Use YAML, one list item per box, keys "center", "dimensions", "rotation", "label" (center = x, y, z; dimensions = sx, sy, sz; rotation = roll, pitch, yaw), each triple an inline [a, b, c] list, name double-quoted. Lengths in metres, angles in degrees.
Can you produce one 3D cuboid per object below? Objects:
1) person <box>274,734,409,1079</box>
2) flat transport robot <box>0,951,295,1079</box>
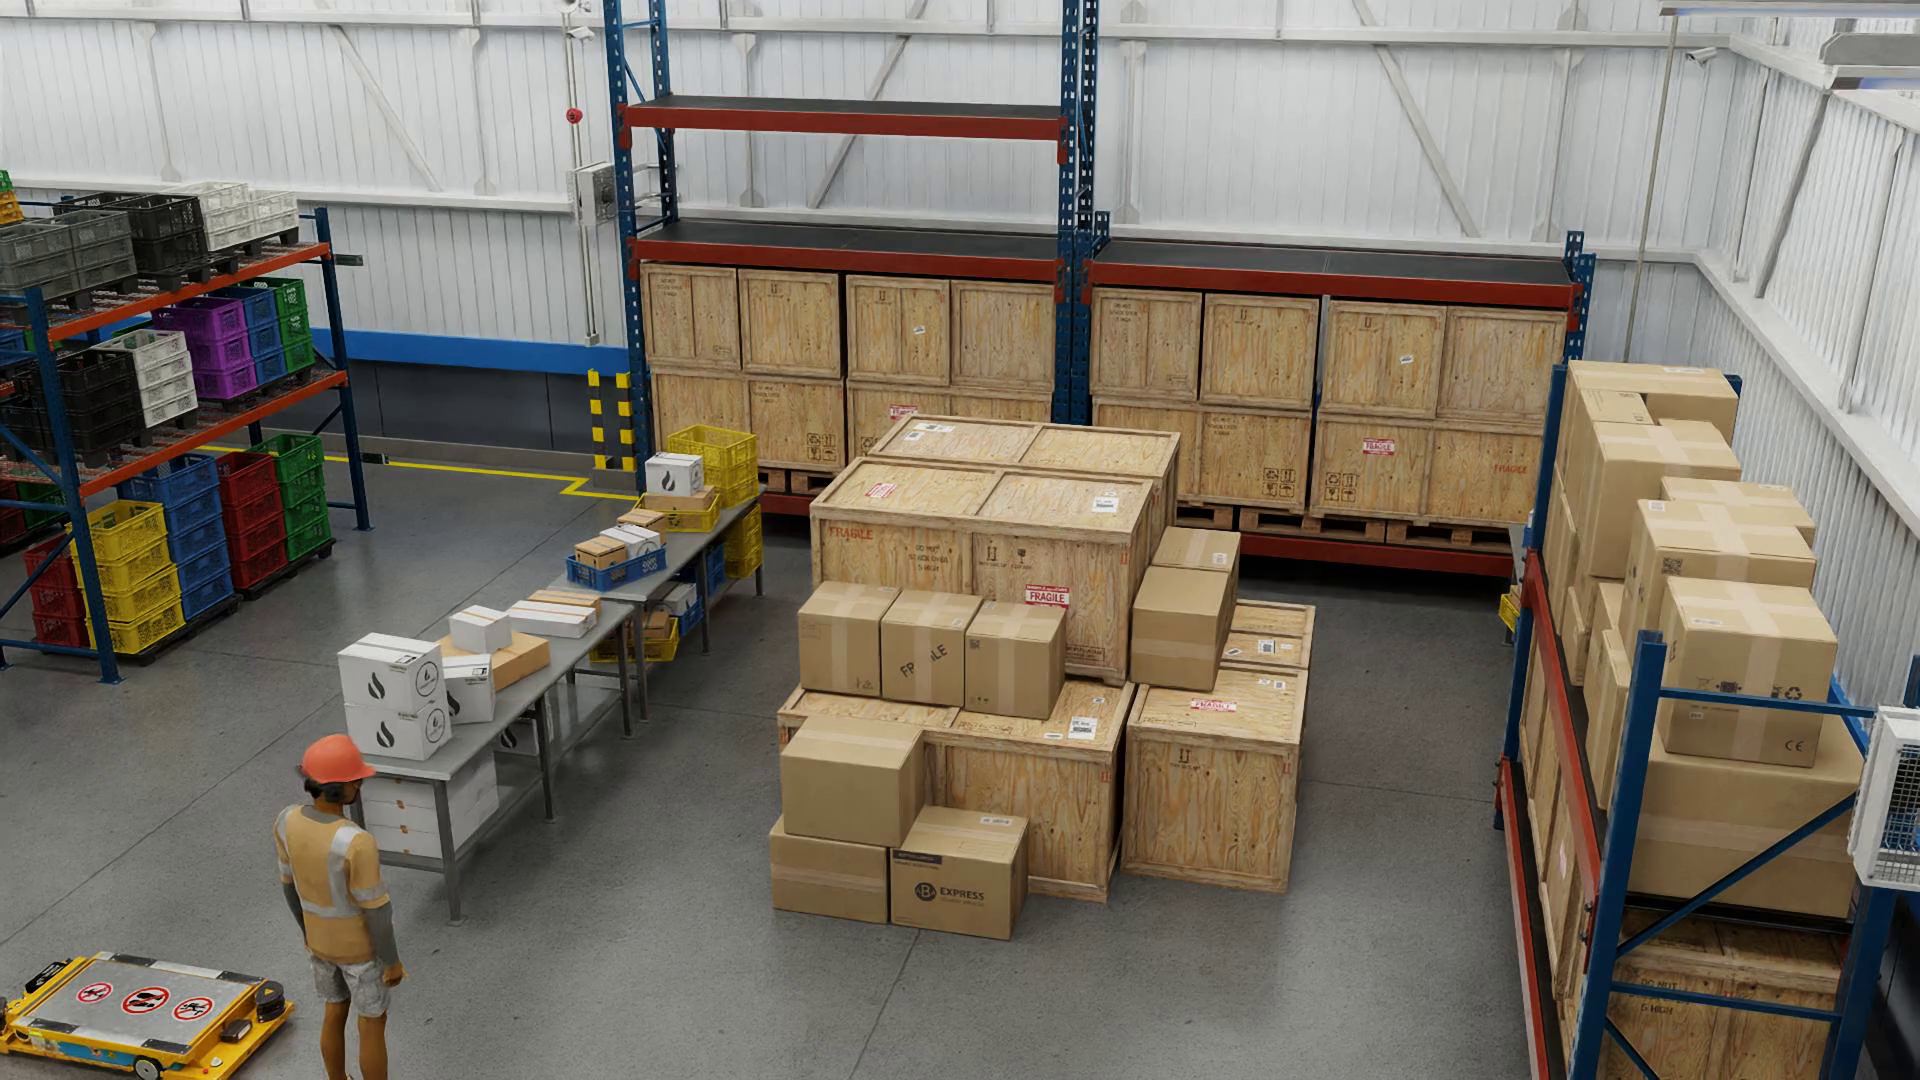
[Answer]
- center: [-2.834, 1.842, 7.757]
  dimensions: [0.611, 2.033, 0.395]
  rotation: [11, 24, 28]
  label: "person"
- center: [-4.270, 2.464, 8.601]
  dimensions: [1.431, 0.231, 0.659]
  rotation: [5, 22, 13]
  label: "flat transport robot"
